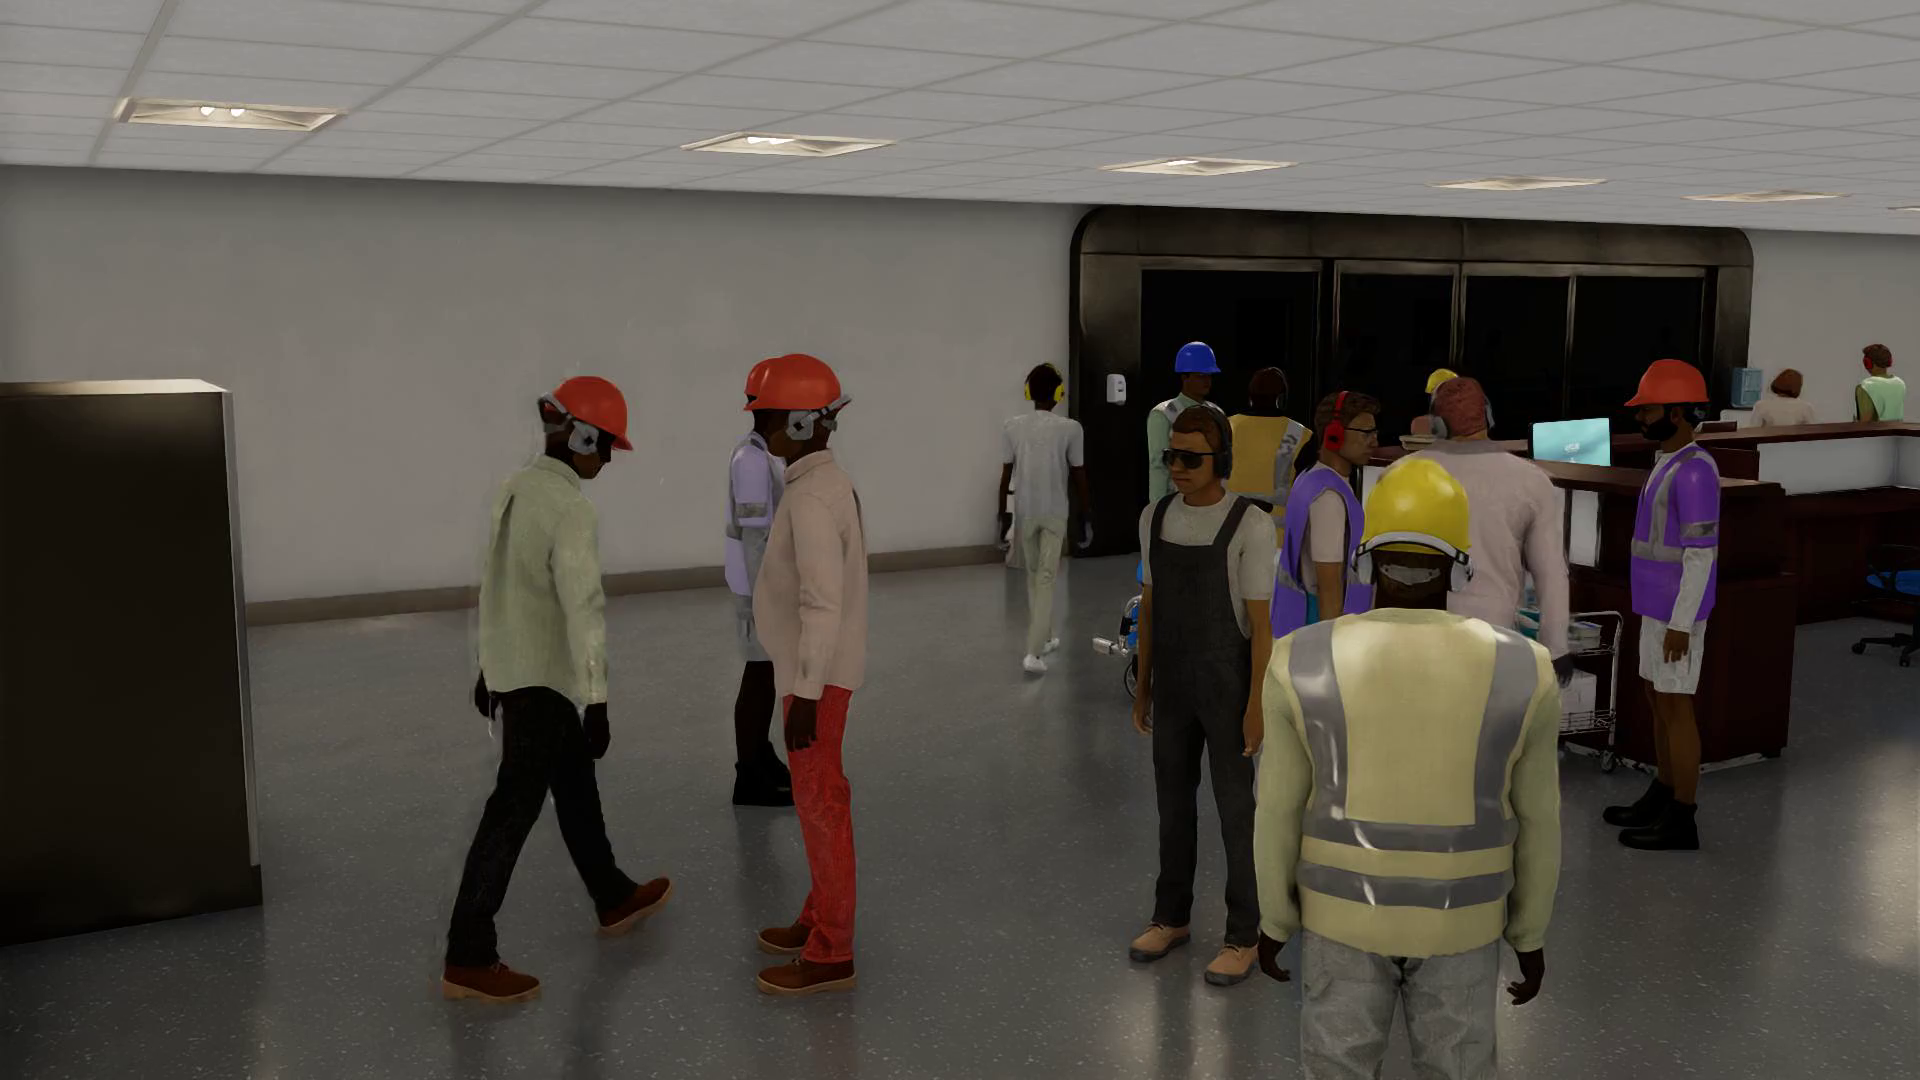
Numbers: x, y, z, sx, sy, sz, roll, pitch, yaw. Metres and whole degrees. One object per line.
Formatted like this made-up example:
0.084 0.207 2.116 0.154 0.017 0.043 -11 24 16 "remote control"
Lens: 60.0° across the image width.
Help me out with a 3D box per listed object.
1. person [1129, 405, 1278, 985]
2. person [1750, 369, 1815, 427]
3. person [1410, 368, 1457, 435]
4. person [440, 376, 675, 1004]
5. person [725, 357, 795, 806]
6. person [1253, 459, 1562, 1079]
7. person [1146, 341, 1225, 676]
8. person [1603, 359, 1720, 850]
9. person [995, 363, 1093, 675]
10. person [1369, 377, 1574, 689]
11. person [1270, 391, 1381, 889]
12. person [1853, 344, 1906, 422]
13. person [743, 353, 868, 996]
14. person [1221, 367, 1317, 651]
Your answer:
0.770 0.485 5.319 0.503 1.837 0.350 7 11 42 "person"
7.169 -0.679 14.580 0.552 1.611 0.321 2 8 14 "person"
3.336 -0.310 11.406 0.684 1.745 0.531 -7 10 -41 "person"
-1.262 0.442 5.334 0.992 1.901 0.710 -5 9 -33 "person"
-0.815 0.177 7.214 0.389 1.928 0.550 0 8 3 "person"
0.900 0.750 3.396 0.600 1.831 0.404 1 8 10 "person"
1.324 -0.164 9.592 0.604 1.949 0.389 -7 10 -41 "person"
2.783 0.256 6.591 0.366 1.935 0.552 2 8 12 "person"
0.498 -0.137 9.890 0.553 1.823 0.990 2 8 17 "person"
1.820 0.357 6.066 0.771 1.887 0.446 5 9 30 "person"
1.314 0.378 6.066 0.374 1.839 0.569 1 8 7 "person"
7.923 -0.769 14.374 0.565 1.838 0.387 -4 9 -29 "person"
-0.478 0.415 5.235 0.381 1.994 0.619 -1 8 -4 "person"
1.592 0.010 8.763 0.626 1.837 0.429 5 9 31 "person"
